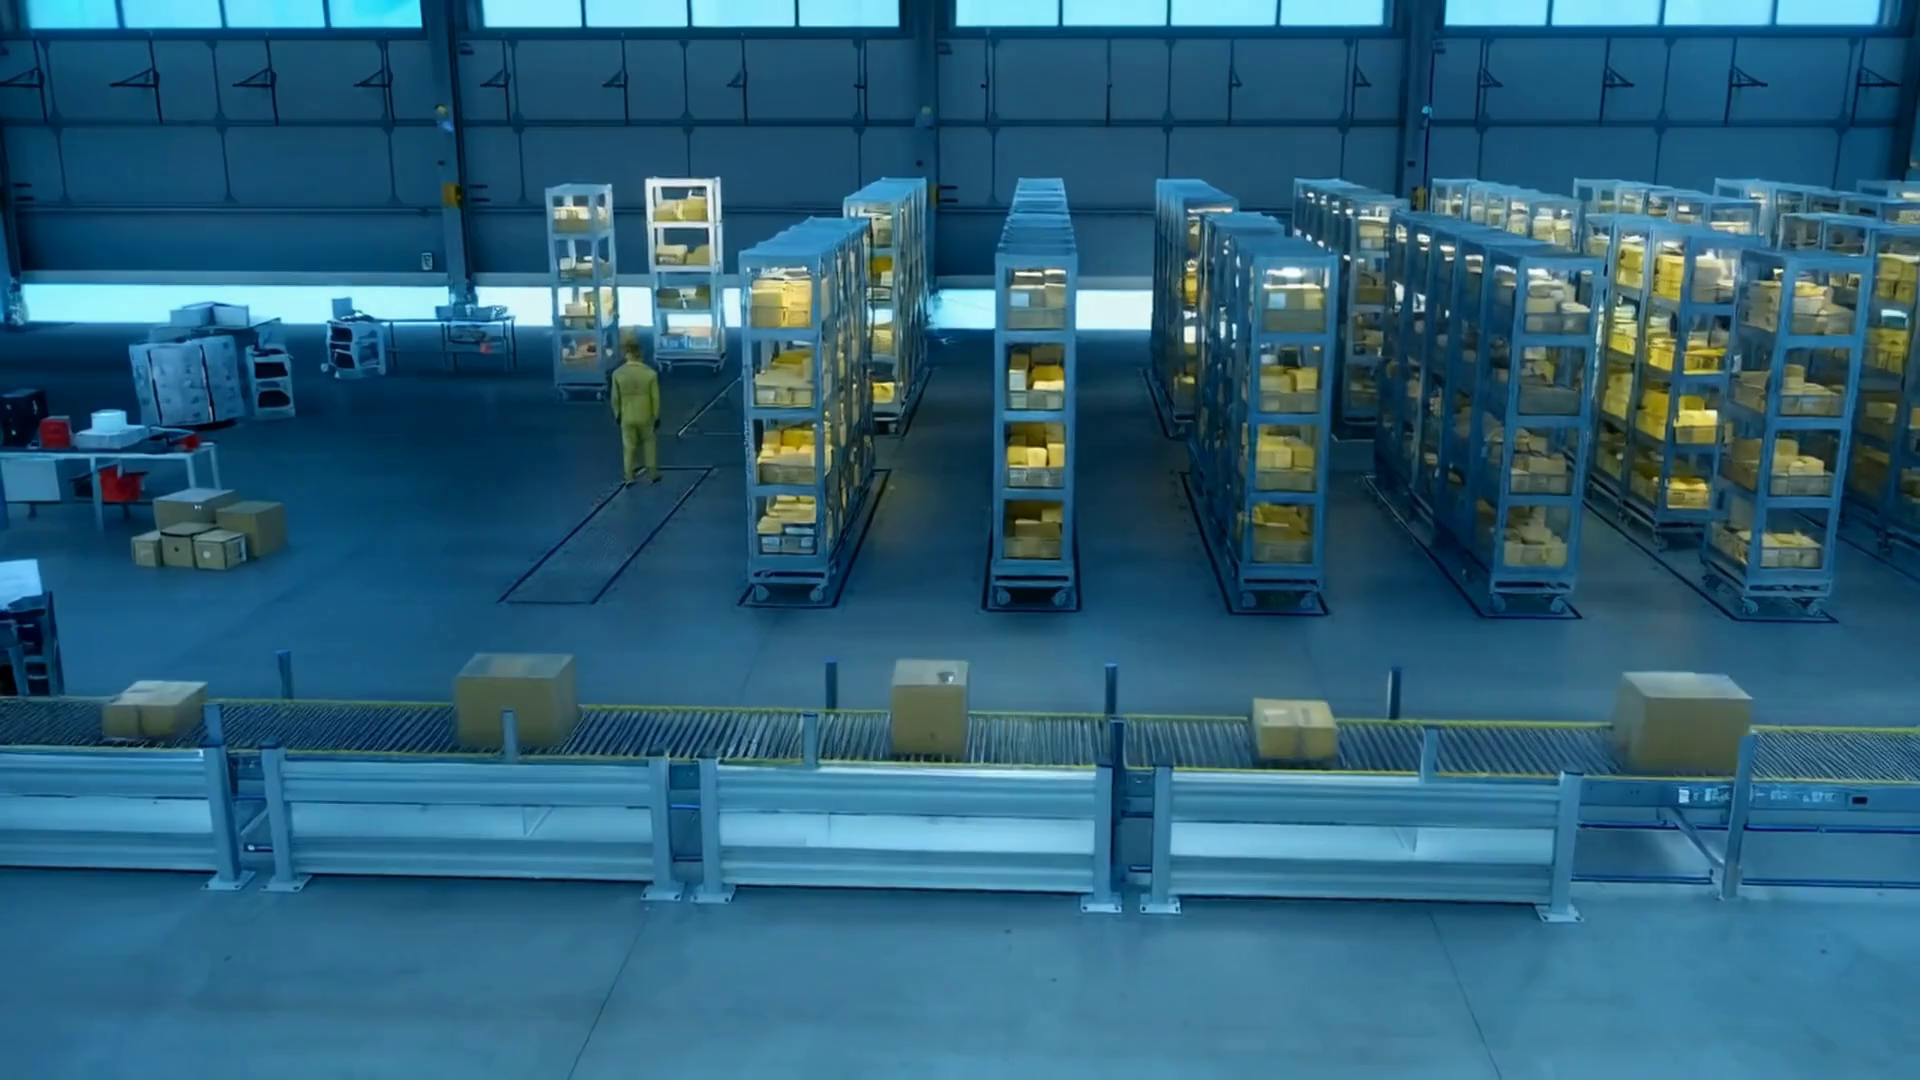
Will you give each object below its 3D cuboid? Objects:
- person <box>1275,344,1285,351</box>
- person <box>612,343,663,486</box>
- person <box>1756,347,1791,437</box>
[{"bbox_3d":[4.362,-1.839,22.645,0.641,1.966,0.635,-4,16,-16],"label":"person"},{"bbox_3d":[-4.270,-1.671,22.129,0.645,1.907,0.400,2,15,8],"label":"person"},{"bbox_3d":[11.255,-1.812,22.845,0.934,1.801,0.593,2,15,6],"label":"person"}]
